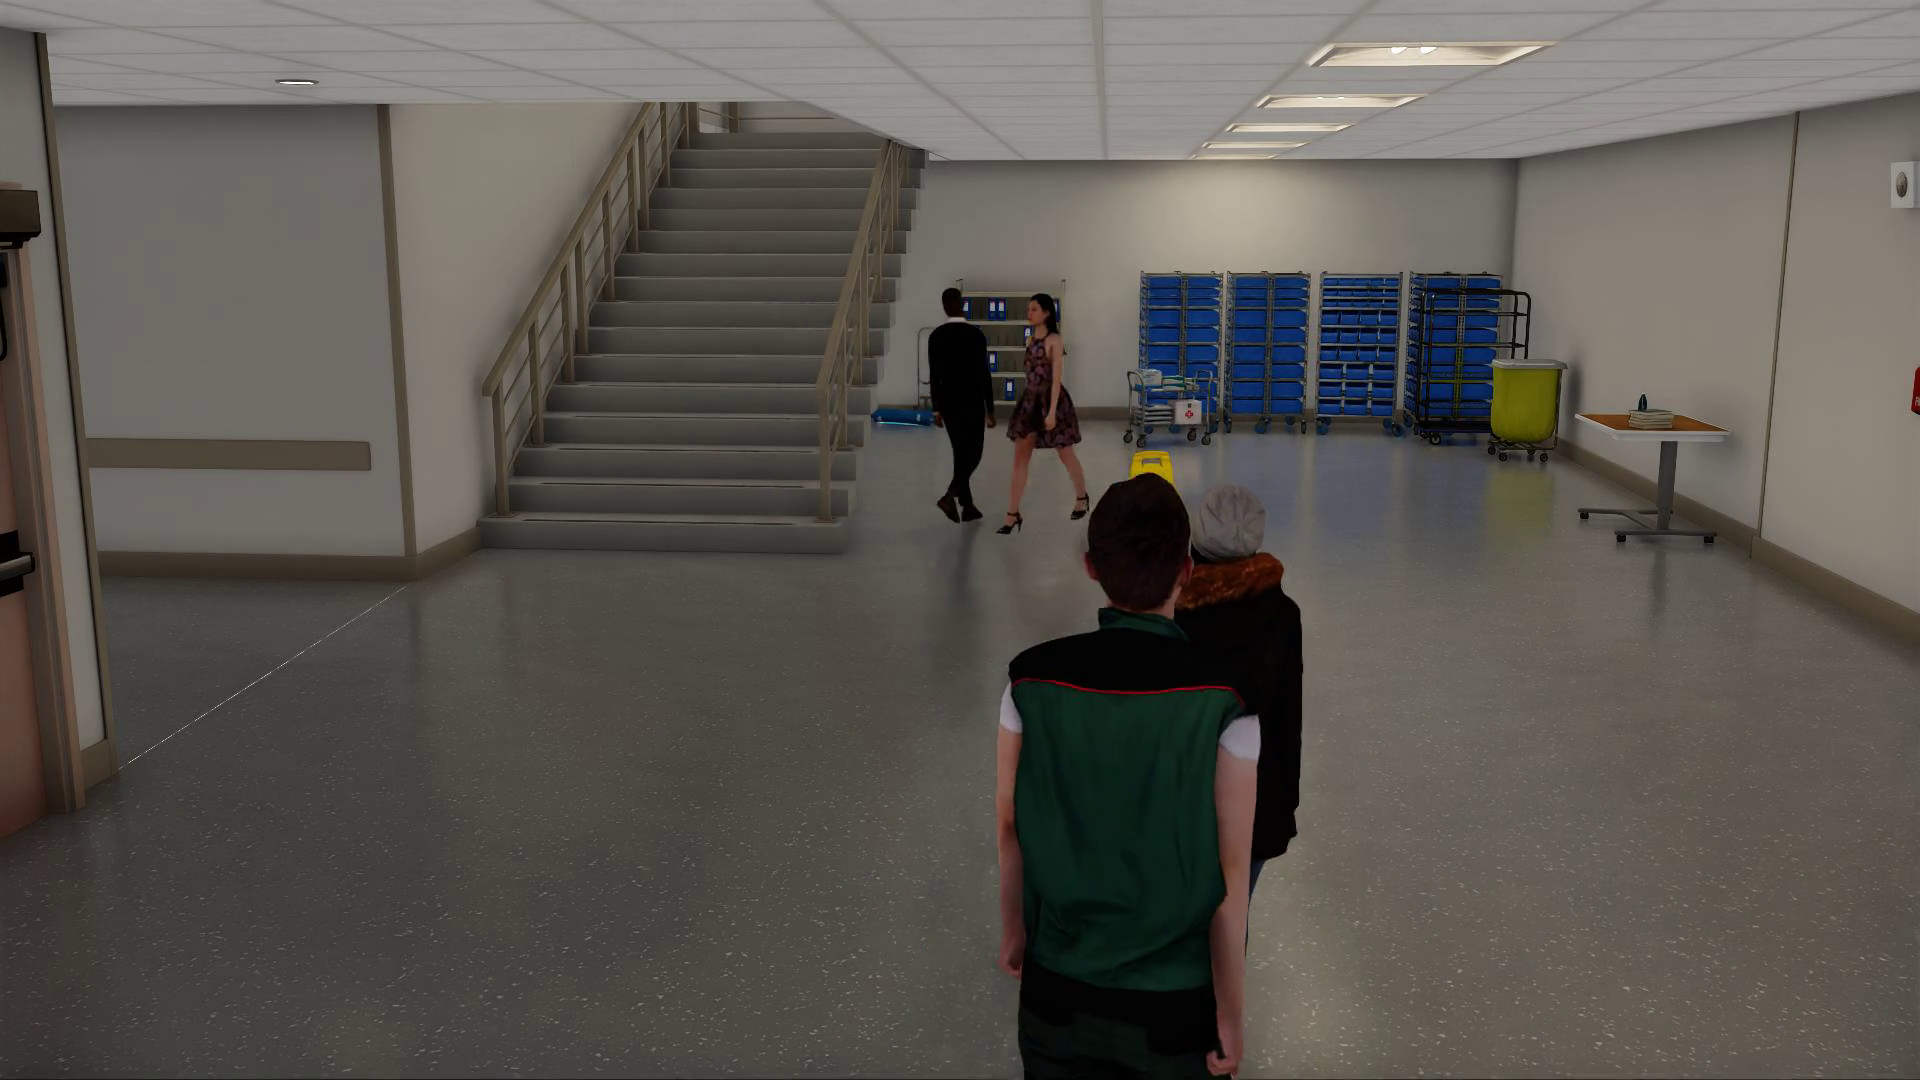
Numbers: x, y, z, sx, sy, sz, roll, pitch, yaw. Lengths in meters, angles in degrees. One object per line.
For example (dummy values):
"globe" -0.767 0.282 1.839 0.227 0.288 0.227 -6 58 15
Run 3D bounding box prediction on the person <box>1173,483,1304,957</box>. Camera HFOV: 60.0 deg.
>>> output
"person" 0.658 0.672 4.227 0.667 1.618 0.944 0 11 -1

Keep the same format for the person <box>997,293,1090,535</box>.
"person" 0.695 -0.892 12.185 1.202 1.724 1.111 -9 14 -41

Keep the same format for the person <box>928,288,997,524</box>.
"person" -0.033 -0.964 12.422 0.890 1.778 1.115 7 13 31

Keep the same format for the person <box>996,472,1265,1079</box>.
"person" 0.269 0.821 2.932 0.829 1.809 1.173 4 11 18
